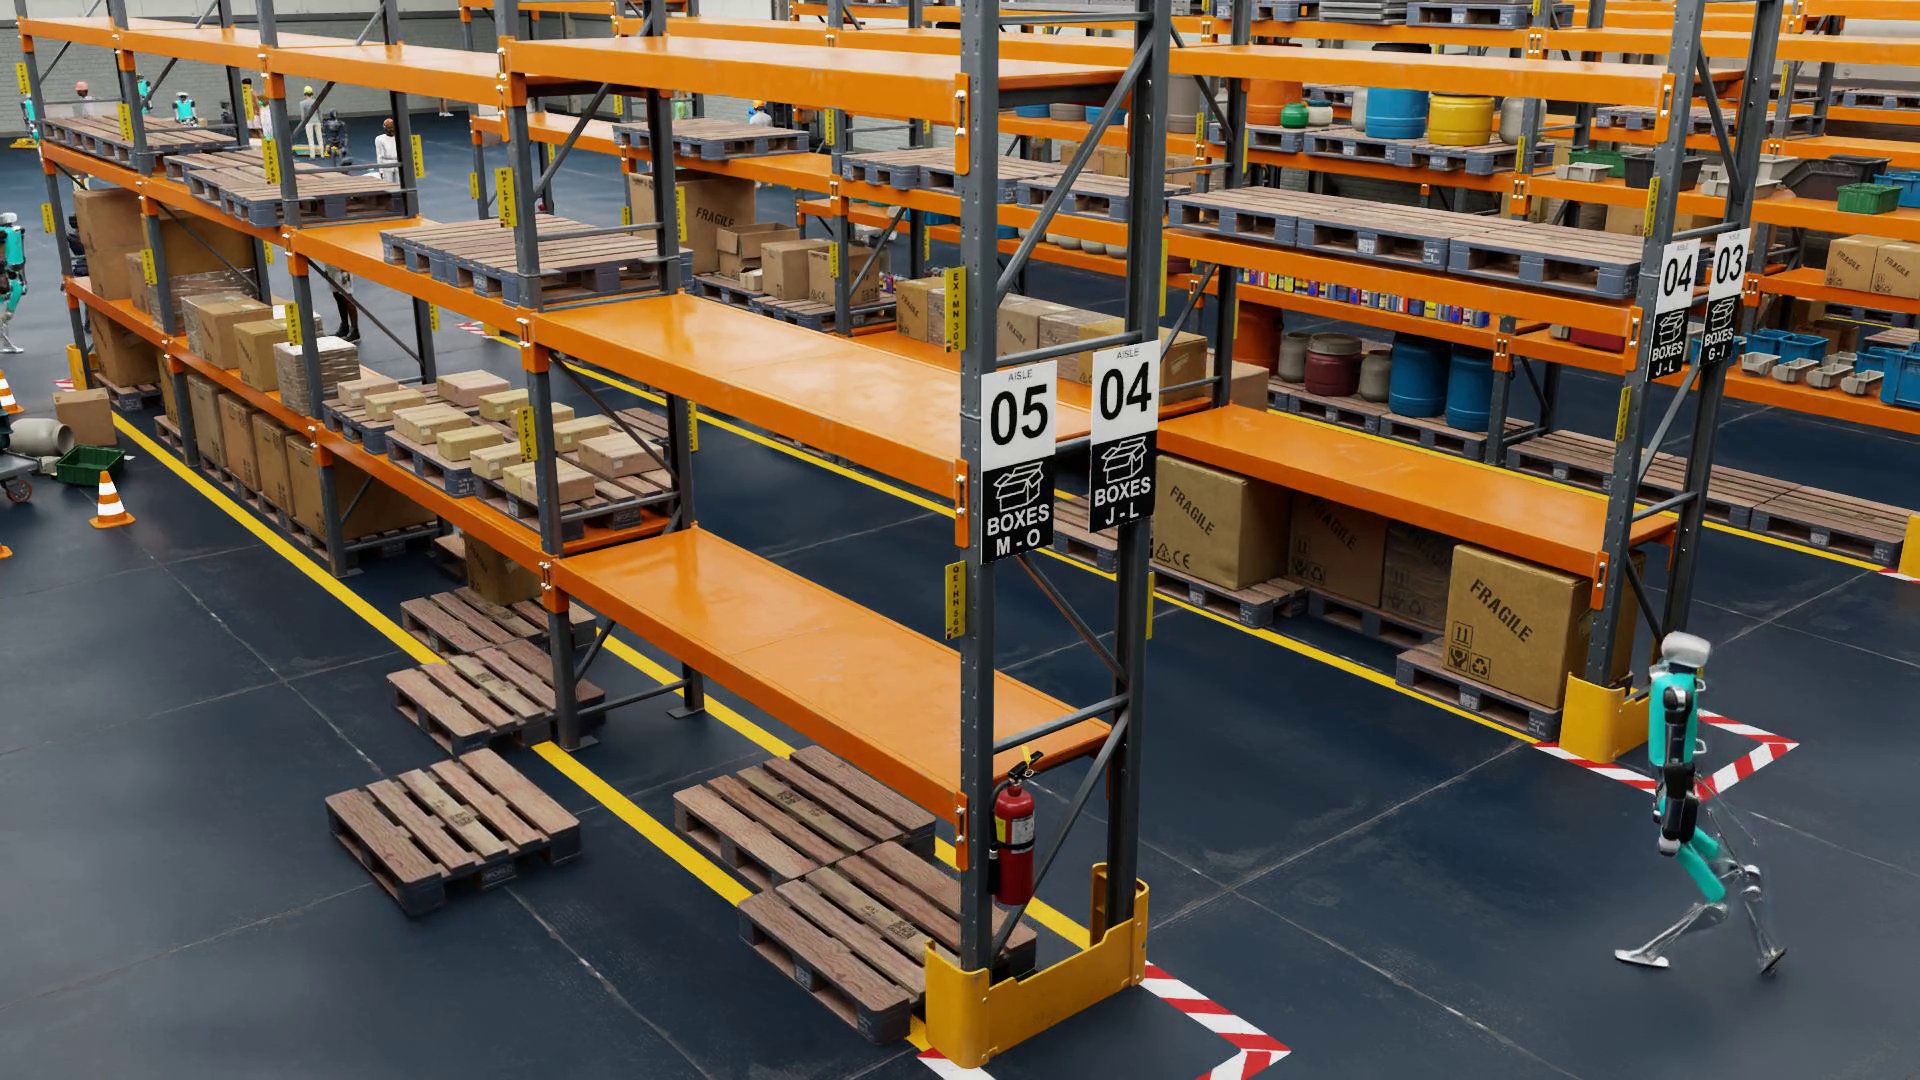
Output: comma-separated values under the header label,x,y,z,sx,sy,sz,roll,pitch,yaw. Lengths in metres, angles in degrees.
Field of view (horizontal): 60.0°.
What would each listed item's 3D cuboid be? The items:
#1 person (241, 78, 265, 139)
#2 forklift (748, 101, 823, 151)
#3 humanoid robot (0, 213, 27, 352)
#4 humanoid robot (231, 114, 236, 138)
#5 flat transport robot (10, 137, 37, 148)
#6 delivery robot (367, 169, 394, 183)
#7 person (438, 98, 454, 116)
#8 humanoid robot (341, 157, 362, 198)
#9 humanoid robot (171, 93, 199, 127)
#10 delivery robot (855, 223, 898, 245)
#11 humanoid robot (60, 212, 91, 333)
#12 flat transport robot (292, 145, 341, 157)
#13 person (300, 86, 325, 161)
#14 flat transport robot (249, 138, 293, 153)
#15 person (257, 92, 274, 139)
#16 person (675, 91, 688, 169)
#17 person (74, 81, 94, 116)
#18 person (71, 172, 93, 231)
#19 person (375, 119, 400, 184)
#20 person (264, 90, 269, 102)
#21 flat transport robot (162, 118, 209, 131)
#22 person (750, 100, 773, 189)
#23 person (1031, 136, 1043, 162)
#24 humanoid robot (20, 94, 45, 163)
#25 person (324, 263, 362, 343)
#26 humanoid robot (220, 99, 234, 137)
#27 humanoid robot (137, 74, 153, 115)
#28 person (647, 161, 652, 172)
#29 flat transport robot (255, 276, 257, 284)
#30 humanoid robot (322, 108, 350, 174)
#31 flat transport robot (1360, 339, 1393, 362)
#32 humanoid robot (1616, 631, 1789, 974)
label,x,y,z,sx,sy,sz,roll,pitch,yaw
person,-17.992,-10.829,42.384,0.797,1.844,0.410,9,21,23
forklift,-4.526,-11.368,42.374,1.129,2.768,1.873,-15,24,-37
humanoid robot,-12.014,-3.134,20.828,0.718,1.900,0.539,0,19,0
humanoid robot,-15.255,-8.184,35.152,0.740,1.633,0.603,-2,19,-5
flat transport robot,-24.181,-10.484,43.773,0.659,0.231,1.431,5,20,14
delivery robot,-12.188,-7.438,34.655,0.499,0.583,0.767,7,21,19
person,-16.141,-14.179,51.877,0.505,1.871,0.391,14,24,35
humanoid robot,-10.023,-5.441,27.307,0.599,1.647,0.448,1,19,3
humanoid robot,-17.880,-9.470,38.746,0.747,1.829,0.554,16,25,38
delivery robot,-1.502,-5.444,29.025,0.810,0.612,0.499,-16,25,-38
humanoid robot,-11.478,-3.459,21.737,0.790,1.626,0.604,10,22,27
flat transport robot,-16.310,-9.772,41.747,1.431,0.231,0.659,2,19,7
person,-15.832,-10.179,40.647,0.530,1.768,0.309,-16,25,-39
flat transport robot,-15.912,-8.339,37.670,0.659,0.231,1.431,7,20,18
person,-15.464,-9.149,37.544,0.529,1.887,0.715,10,22,27
person,-6.399,-9.415,38.221,0.352,1.957,0.718,-4,20,-12
person,-20.232,-9.719,38.975,0.730,2.020,0.605,-8,21,-21
person,-15.872,-6.507,30.010,0.400,1.893,0.519,-17,25,-39
person,-10.714,-7.003,31.452,0.566,1.878,0.353,-13,23,-32
person,-18.558,-11.582,44.756,0.322,1.690,0.530,-7,21,-19
flat transport robot,-19.215,-9.646,41.389,0.659,0.231,1.431,-1,19,-3
person,-4.258,-8.483,35.643,0.569,1.889,0.389,-12,22,-30
person,1.405,-7.097,31.961,0.571,1.707,0.833,-7,21,-20
humanoid robot,-21.693,-9.653,39.226,0.543,1.789,0.829,-7,20,-19
person,-8.005,-3.510,21.367,0.364,1.964,0.609,-17,25,-39
humanoid robot,-16.923,-9.429,38.737,0.786,1.634,0.591,1,19,3
humanoid robot,-22.363,-11.781,45.301,0.542,1.746,1.033,3,20,8
person,-6.047,-7.608,33.385,0.467,1.734,0.324,-3,20,-7
flat transport robot,-9.388,-2.549,21.192,1.431,0.231,0.659,5,20,13
humanoid robot,-13.516,-8.478,35.934,0.605,1.640,0.486,0,19,1
flat transport robot,5.051,-2.236,20.300,0.659,0.231,1.431,-14,24,-34
humanoid robot,3.689,1.340,7.973,0.901,1.816,0.553,6,20,17
